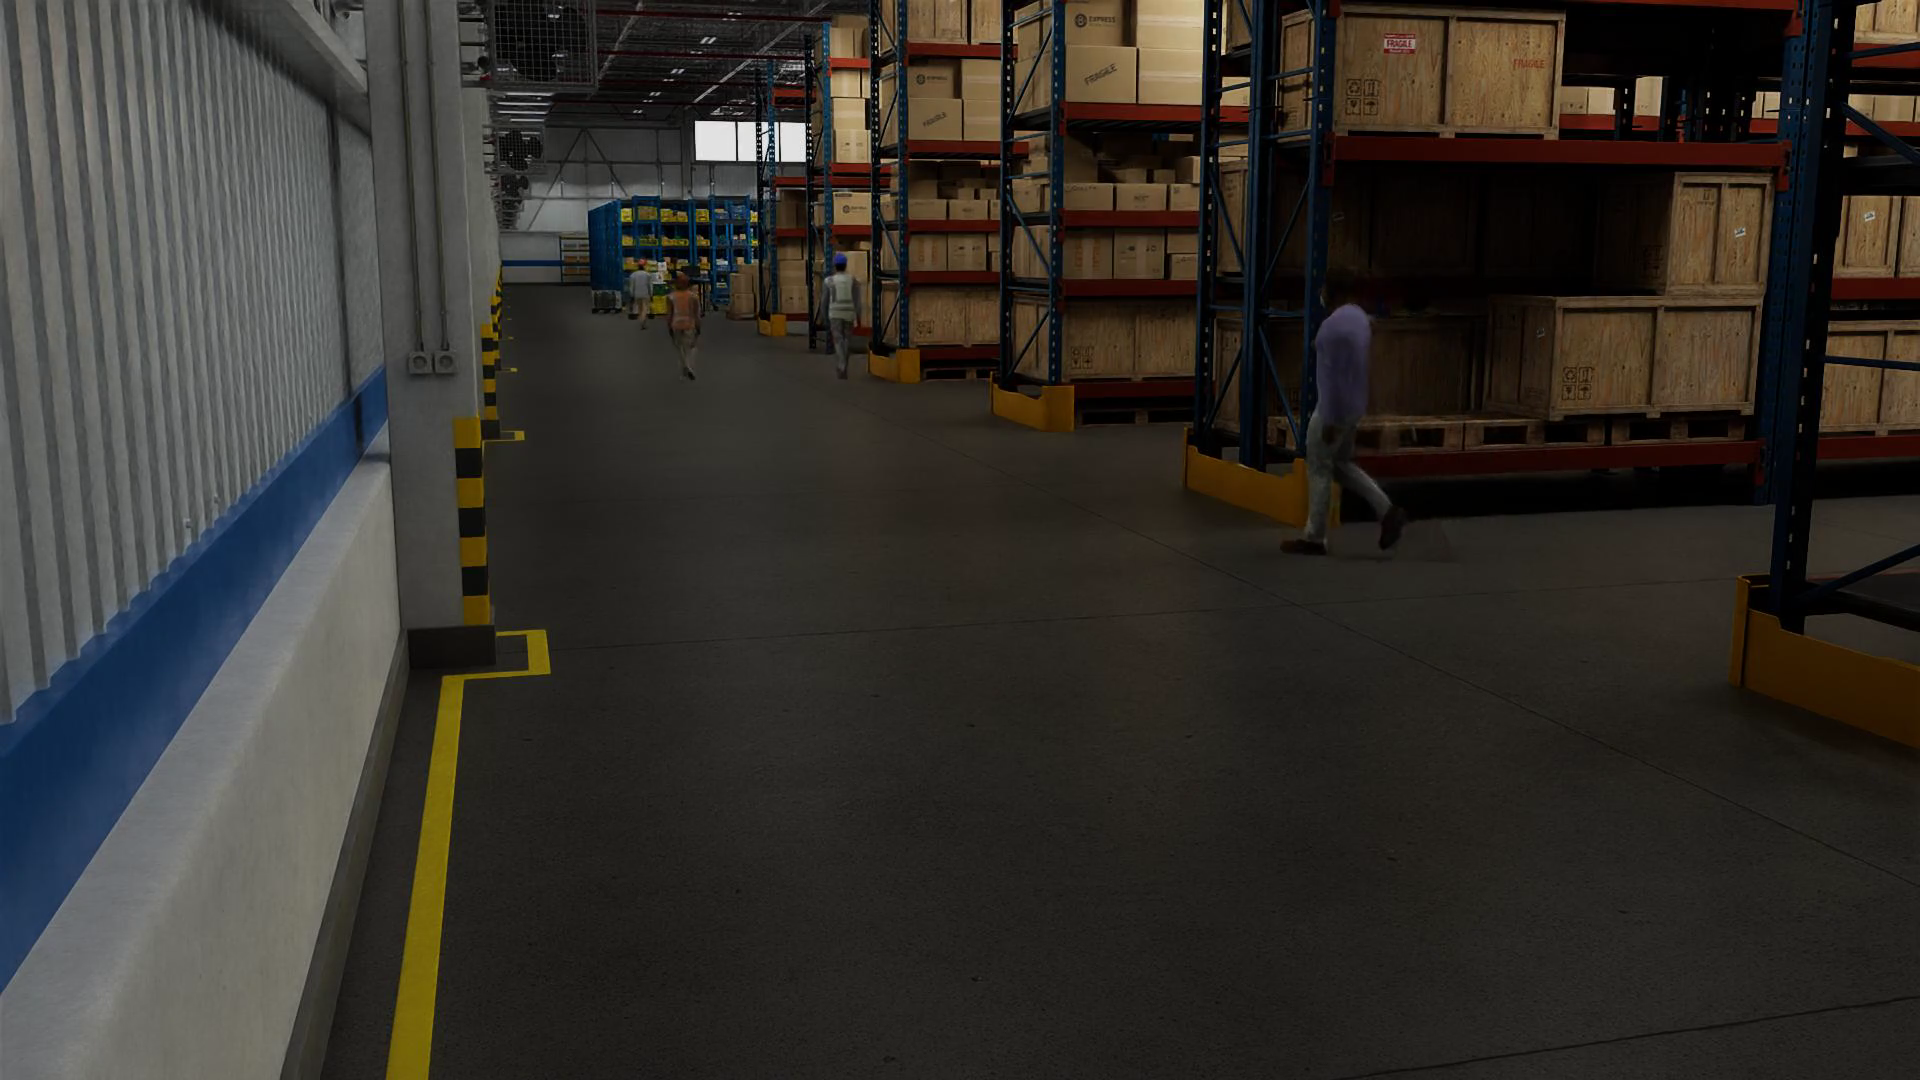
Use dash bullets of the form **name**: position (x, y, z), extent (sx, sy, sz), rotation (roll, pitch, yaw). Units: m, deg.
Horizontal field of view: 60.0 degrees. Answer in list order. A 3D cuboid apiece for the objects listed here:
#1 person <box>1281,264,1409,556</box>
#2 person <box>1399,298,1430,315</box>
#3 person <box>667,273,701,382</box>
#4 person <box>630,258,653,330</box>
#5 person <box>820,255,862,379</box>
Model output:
- **person**: position (2.515, -0.824, 10.788), extent (0.717, 1.915, 0.644), rotation (7, 12, 33)
- **person**: position (4.137, -1.568, 15.524), extent (0.785, 1.709, 0.512), rotation (-4, 11, -20)
- **person**: position (-4.130, -3.173, 24.909), extent (0.515, 1.625, 0.368), rotation (0, 10, 1)
- **person**: position (-7.709, -5.946, 40.284), extent (0.567, 1.737, 0.471), rotation (1, 10, 7)
- **person**: position (-1.828, -3.442, 25.660), extent (0.603, 1.901, 0.995), rotation (-3, 11, -19)
